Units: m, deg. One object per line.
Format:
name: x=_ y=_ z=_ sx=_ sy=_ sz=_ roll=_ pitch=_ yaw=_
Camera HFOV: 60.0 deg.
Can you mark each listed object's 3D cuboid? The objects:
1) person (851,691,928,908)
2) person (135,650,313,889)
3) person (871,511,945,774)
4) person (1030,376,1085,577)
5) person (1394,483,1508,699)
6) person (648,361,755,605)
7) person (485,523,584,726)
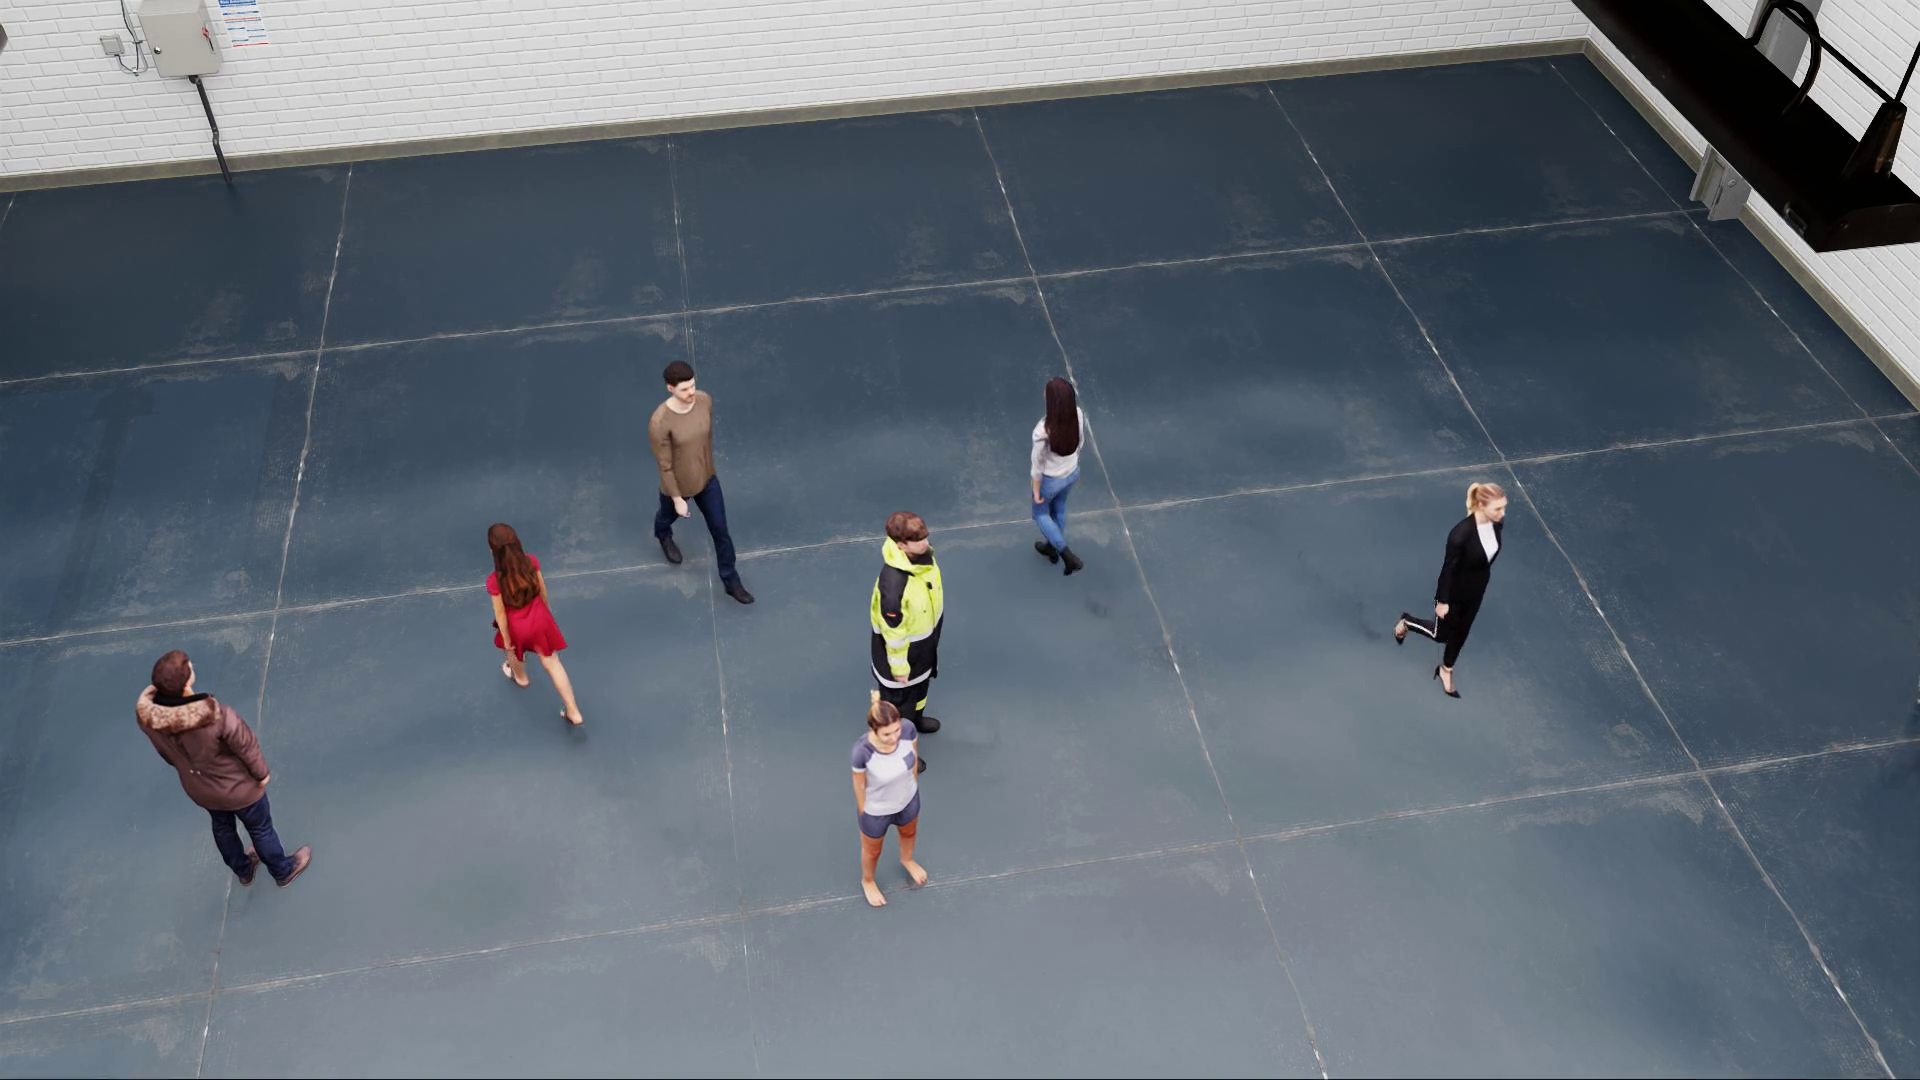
person: x=-0.407 y=1.433 z=9.258 sx=0.637 sy=1.619 sz=0.644 roll=-25 pitch=49 yaw=-24
person: x=-4.111 y=1.301 z=9.231 sx=0.838 sy=1.847 sz=0.799 roll=7 pitch=44 yaw=7
person: x=-0.316 y=0.564 z=9.908 sx=0.928 sy=1.981 sz=0.781 roll=12 pitch=45 yaw=12
person: x=0.695 y=-0.385 z=11.168 sx=0.802 sy=1.616 sz=0.906 roll=-29 pitch=51 yaw=-27
person: x=3.075 y=0.271 z=10.423 sx=0.792 sy=1.694 sz=0.941 roll=-23 pitch=48 yaw=-22
person: x=-1.872 y=-0.442 z=11.064 sx=1.056 sy=1.843 sz=1.299 roll=-31 pitch=52 yaw=-28
person: x=-2.640 y=0.542 z=10.264 sx=0.929 sy=1.521 sz=1.130 roll=-32 pitch=52 yaw=-29
